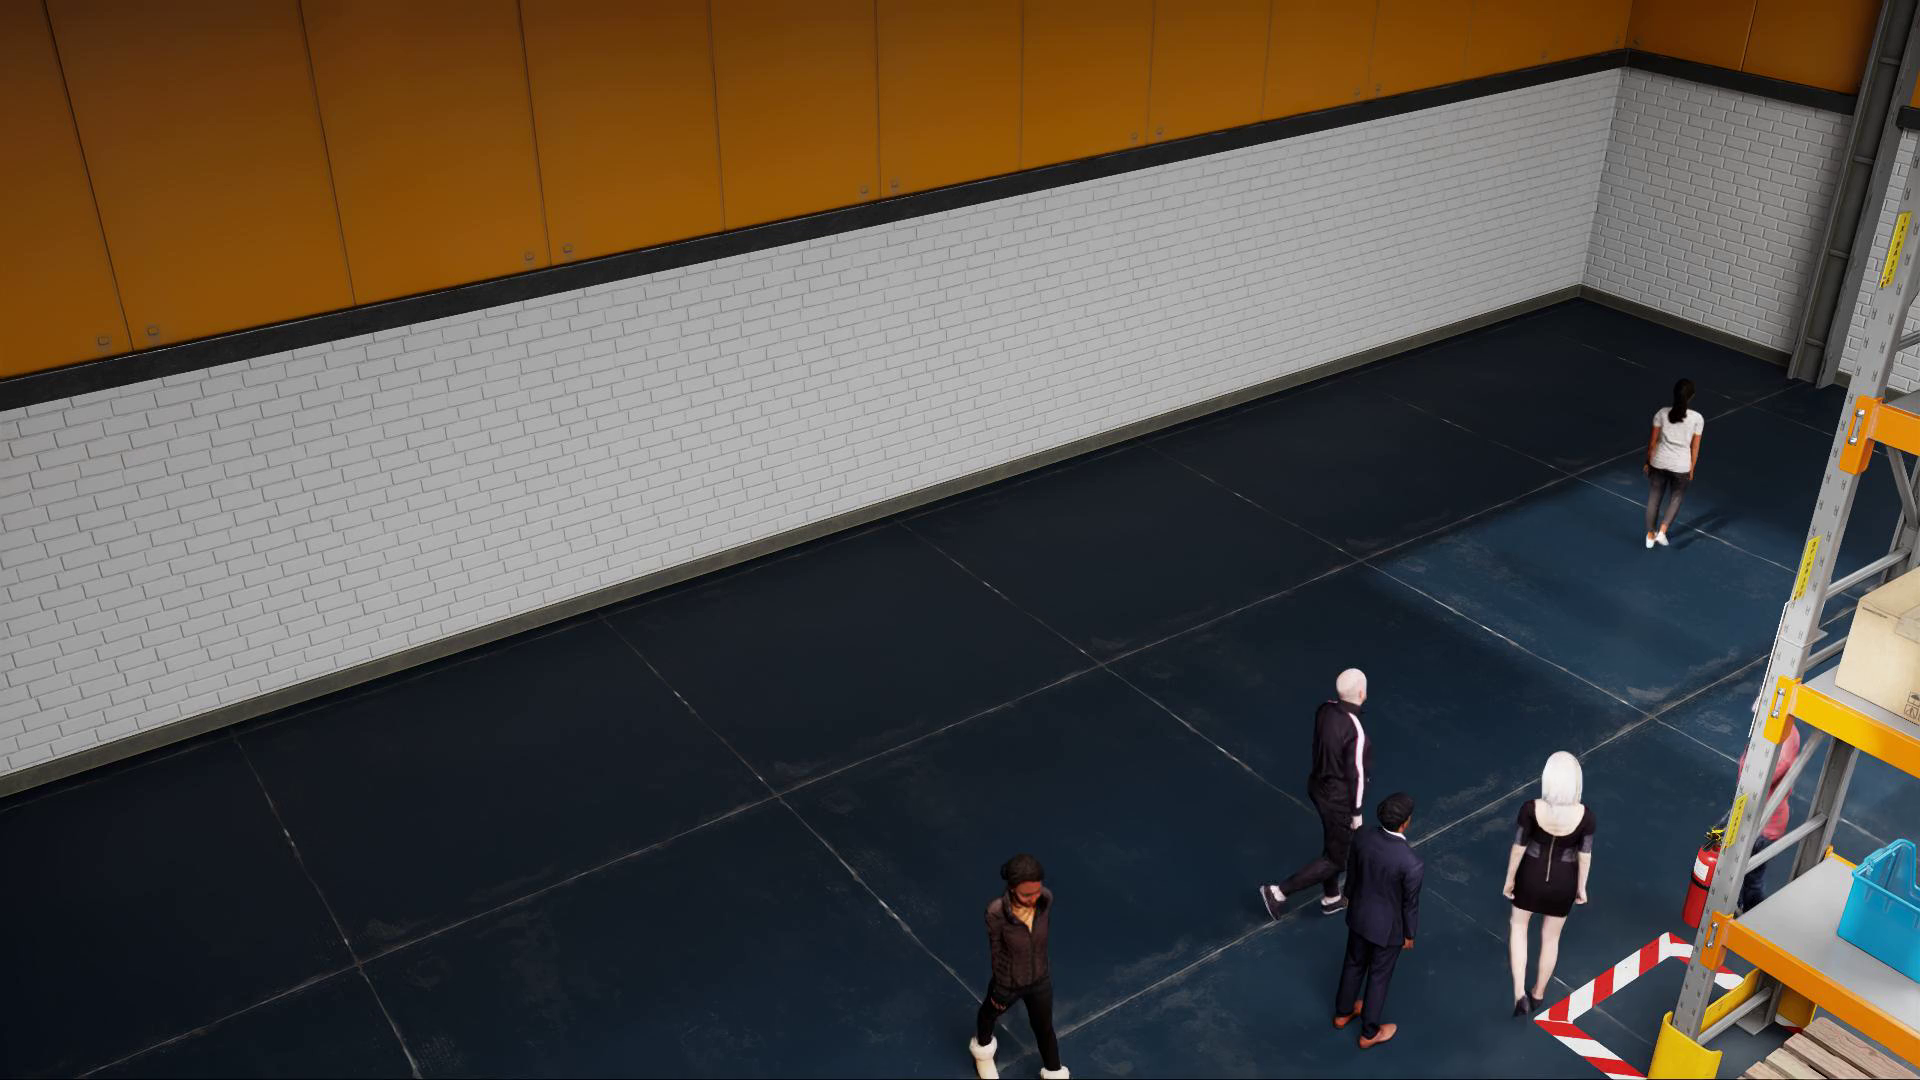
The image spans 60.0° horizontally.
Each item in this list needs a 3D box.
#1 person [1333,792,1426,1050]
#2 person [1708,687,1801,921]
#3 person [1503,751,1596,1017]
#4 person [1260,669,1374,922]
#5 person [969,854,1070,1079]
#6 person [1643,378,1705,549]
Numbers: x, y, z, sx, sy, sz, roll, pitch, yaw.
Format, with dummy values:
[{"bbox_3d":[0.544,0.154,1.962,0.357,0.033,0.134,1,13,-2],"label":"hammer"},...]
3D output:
[{"bbox_3d":[2.374,2.166,9.506,0.707,1.724,0.487,-21,35,-34],"label":"person"},{"bbox_3d":[4.997,1.728,10.216,0.845,1.812,0.844,12,31,21],"label":"person"},{"bbox_3d":[3.365,2.058,9.608,0.864,1.816,0.907,12,31,20],"label":"person"},{"bbox_3d":[2.256,1.653,10.360,0.989,1.806,1.049,-6,29,-11],"label":"person"},{"bbox_3d":[0.388,2.466,9.038,0.623,1.645,0.937,-17,33,-28],"label":"person"},{"bbox_3d":[6.280,-0.629,14.721,0.728,1.637,0.779,14,32,24],"label":"person"}]
